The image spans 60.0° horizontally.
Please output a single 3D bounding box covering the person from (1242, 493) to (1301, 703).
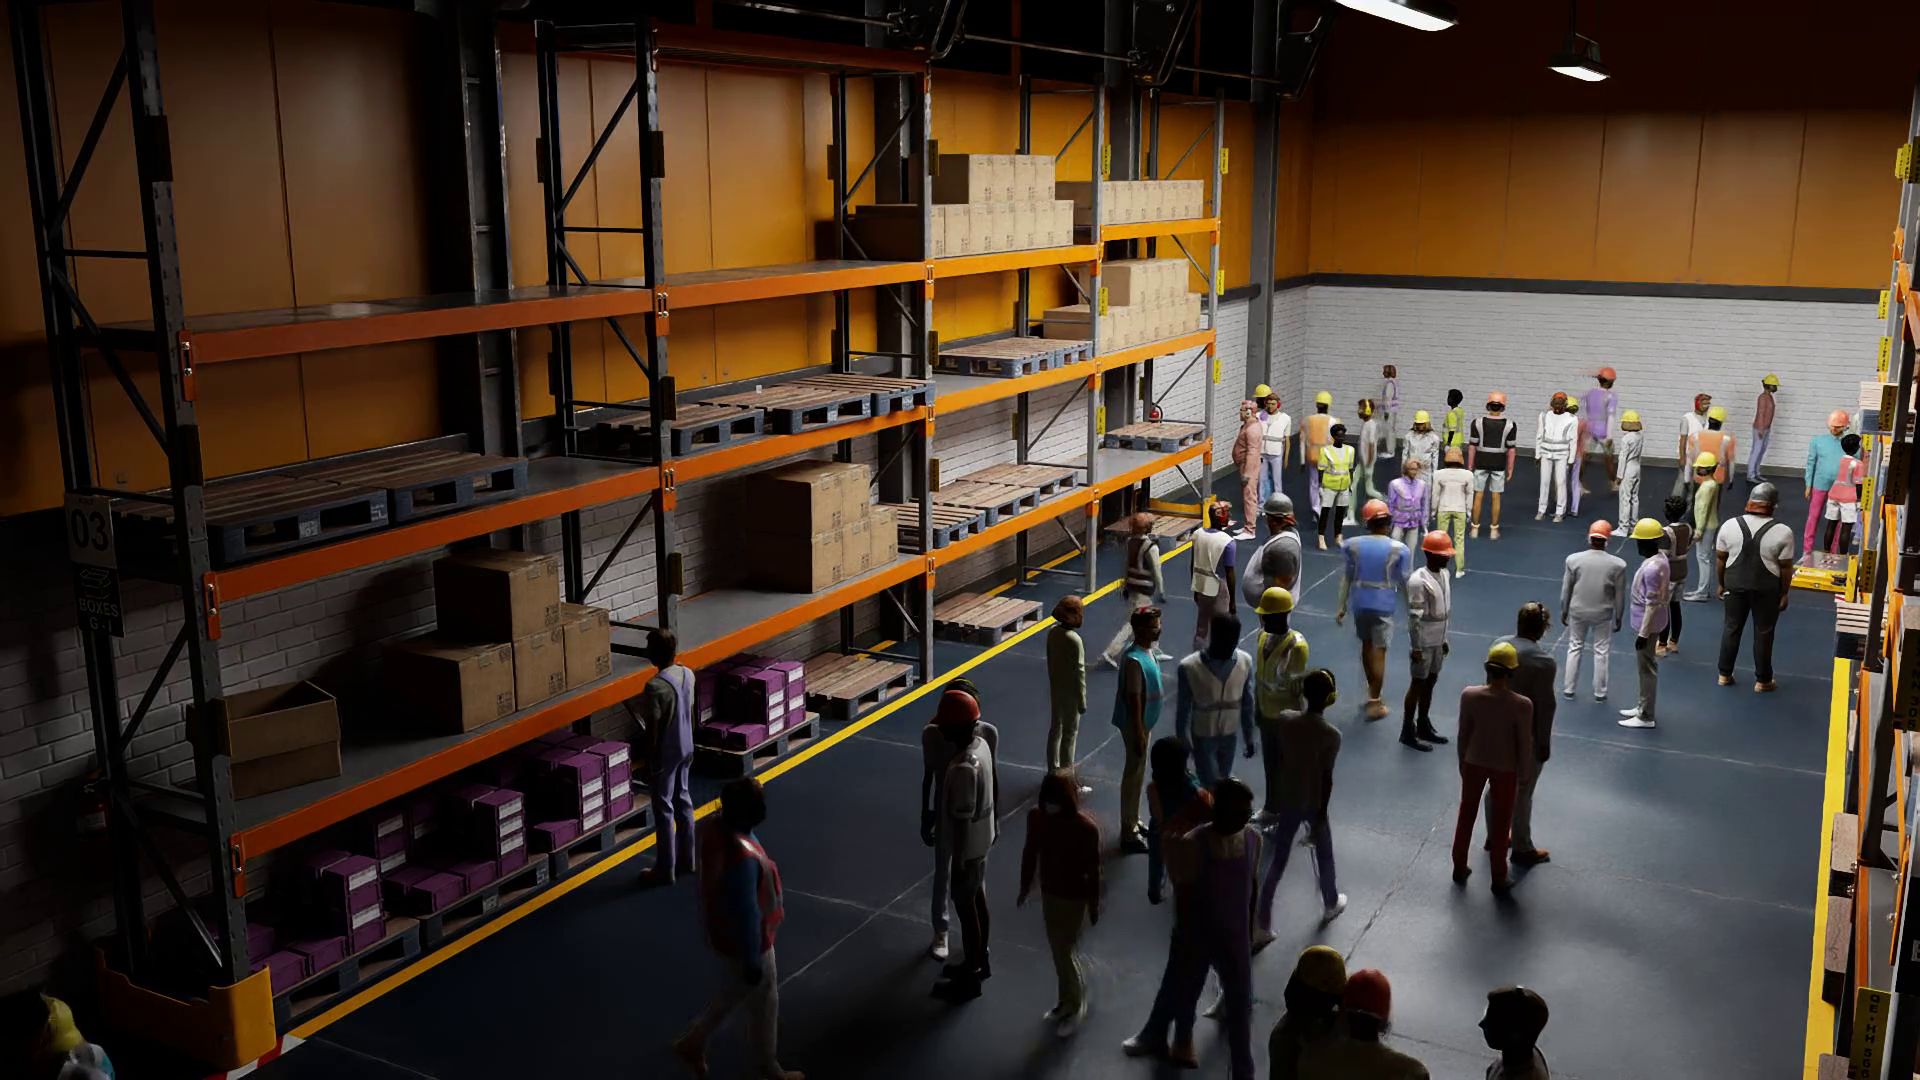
[{"bbox_3d":[2.920,0.553,15.631,0.538,2.000,0.684,2,13,11],"label":"person"}]

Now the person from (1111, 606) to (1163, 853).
[{"bbox_3d":[1.322,1.383,12.354,0.389,1.847,0.563,2,13,10],"label":"person"}]

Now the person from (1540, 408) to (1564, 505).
[{"bbox_3d":[8.975,-1.327,25.091,0.516,1.586,0.826,9,15,35],"label":"person"}]

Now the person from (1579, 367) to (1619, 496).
[{"bbox_3d":[9.946,-1.676,25.725,1.032,1.985,0.634,-6,14,-26],"label":"person"}]

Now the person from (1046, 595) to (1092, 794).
[{"bbox_3d":[0.873,1.241,13.470,0.279,1.633,0.498,-6,14,-25],"label":"person"}]

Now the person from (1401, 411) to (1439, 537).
[{"bbox_3d":[6.312,-0.913,22.868,0.493,1.743,0.295,4,13,19],"label":"person"}]

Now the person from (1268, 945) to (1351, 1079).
[{"bbox_3d":[1.537,2.572,7.292,0.484,1.737,0.339,-10,16,-39],"label":"person"}]

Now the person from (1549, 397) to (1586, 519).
[{"bbox_3d":[8.782,-1.188,24.050,0.530,1.765,0.326,-5,13,-19],"label":"person"}]

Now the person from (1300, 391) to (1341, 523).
[{"bbox_3d":[5.092,-1.155,23.559,0.612,1.913,0.543,7,15,30],"label":"person"}]

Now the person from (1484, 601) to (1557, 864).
[{"bbox_3d":[4.083,1.389,12.137,0.376,1.933,0.629,-5,14,-22],"label":"person"}]

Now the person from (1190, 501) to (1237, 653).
[{"bbox_3d":[2.458,0.529,16.178,0.372,1.843,0.570,-8,15,-33],"label":"person"}]

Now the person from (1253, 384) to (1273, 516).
[{"bbox_3d":[4.419,-1.305,24.215,0.384,1.924,0.589,4,13,17],"label":"person"}]

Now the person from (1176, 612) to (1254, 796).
[{"bbox_3d":[1.850,1.413,12.198,0.615,1.868,0.935,-4,13,-19],"label":"person"}]

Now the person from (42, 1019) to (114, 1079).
[{"bbox_3d":[-3.672,2.670,6.664,0.433,1.820,0.637,11,17,40],"label":"person"}]

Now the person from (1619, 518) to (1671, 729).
[{"bbox_3d":[6.183,0.751,15.016,0.386,1.920,0.590,6,14,26],"label":"person"}]

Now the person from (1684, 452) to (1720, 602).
[{"bbox_3d":[8.677,-0.153,19.432,0.340,1.761,0.525,7,15,30],"label":"person"}]

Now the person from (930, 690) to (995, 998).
[{"bbox_3d":[0.013,1.839,10.135,0.385,1.929,0.543,2,13,10],"label":"person"}]

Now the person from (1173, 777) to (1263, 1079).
[{"bbox_3d":[1.411,2.150,9.062,0.514,1.798,0.914,-3,13,-11],"label":"person"}]

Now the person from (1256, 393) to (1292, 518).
[{"bbox_3d":[4.490,-1.213,24.010,0.559,1.836,0.394,7,14,29],"label":"person"}]

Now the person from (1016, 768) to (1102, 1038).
[{"bbox_3d":[0.571,2.093,9.694,0.485,1.618,0.509,-12,17,-43],"label":"person"}]

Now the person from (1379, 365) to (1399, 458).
[{"bbox_3d":[7.520,-2.252,29.128,0.318,1.631,0.514,4,13,18],"label":"person"}]

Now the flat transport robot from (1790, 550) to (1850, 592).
[{"bbox_3d":[10.659,0.374,20.429,0.652,0.197,1.431,9,15,35],"label":"flat transport robot"}]

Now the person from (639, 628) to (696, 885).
[{"bbox_3d":[-2.063,1.520,11.777,0.353,1.835,0.518,6,14,26],"label":"person"}]

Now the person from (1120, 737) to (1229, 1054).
[{"bbox_3d":[1.344,1.997,9.638,0.968,1.849,0.613,-6,14,-25],"label":"person"}]

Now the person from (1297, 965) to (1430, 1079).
[{"bbox_3d":[1.641,2.656,6.914,0.580,1.728,0.661,6,14,25],"label":"person"}]

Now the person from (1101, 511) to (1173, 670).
[{"bbox_3d":[1.794,0.507,16.823,0.820,1.605,0.512,-5,13,-19],"label":"person"}]

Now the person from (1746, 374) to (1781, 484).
[{"bbox_3d":[12.956,-1.791,26.775,0.343,1.758,0.525,11,17,40],"label":"person"}]

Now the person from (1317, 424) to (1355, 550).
[{"bbox_3d":[4.977,-0.704,22.038,0.541,1.695,0.316,-4,13,-16],"label":"person"}]

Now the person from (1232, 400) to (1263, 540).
[{"bbox_3d":[3.911,-0.957,22.693,0.406,1.911,0.639,3,13,13],"label":"person"}]

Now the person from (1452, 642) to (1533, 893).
[{"bbox_3d":[3.743,1.579,11.688,0.524,1.759,0.358,11,16,40],"label":"person"}]

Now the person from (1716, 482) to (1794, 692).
[{"bbox_3d":[7.720,0.437,16.154,0.688,2.000,0.536,11,16,39],"label":"person"}]

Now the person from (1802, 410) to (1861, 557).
[{"bbox_3d":[11.147,-0.685,21.293,0.611,1.990,0.392,5,13,20],"label":"person"}]

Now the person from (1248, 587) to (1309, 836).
[{"bbox_3d":[2.401,1.288,12.633,0.392,1.919,0.581,-6,14,-24],"label":"person"}]

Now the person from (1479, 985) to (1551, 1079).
[{"bbox_3d":[2.198,2.647,6.699,0.344,1.847,0.506,2,13,11],"label":"person"}]

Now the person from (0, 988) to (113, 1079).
[{"bbox_3d":[-3.566,2.627,6.595,0.615,1.937,0.892,-1,13,-3],"label":"person"}]

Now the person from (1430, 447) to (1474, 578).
[{"bbox_3d":[6.072,-0.340,20.548,0.498,1.633,0.279,3,13,14],"label":"person"}]

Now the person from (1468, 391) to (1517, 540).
[{"bbox_3d":[7.235,-1.013,22.677,0.611,2.032,0.410,4,13,16],"label":"person"}]

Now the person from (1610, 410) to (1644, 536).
[{"bbox_3d":[9.195,-0.921,22.924,0.484,1.737,0.322,-10,16,-39],"label":"person"}]

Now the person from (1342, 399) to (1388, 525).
[{"bbox_3d":[5.795,-1.084,23.464,0.910,1.830,0.530,-1,13,-3],"label":"person"}]

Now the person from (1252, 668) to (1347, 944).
[{"bbox_3d":[2.252,1.726,10.907,0.503,1.819,1.005,10,16,37],"label":"person"}]

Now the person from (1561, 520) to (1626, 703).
[{"bbox_3d":[6.002,0.669,15.790,0.577,1.743,0.356,6,14,26],"label":"person"}]

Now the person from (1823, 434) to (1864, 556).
[{"bbox_3d":[11.267,-0.513,21.183,0.318,1.697,0.535,-4,13,-18],"label":"person"}]

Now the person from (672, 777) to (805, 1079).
[{"bbox_3d":[-1.209,2.145,8.994,0.612,1.823,0.644,-5,14,-22],"label":"person"}]

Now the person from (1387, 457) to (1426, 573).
[{"bbox_3d":[5.303,-0.180,19.828,0.519,1.637,0.313,-4,13,-17],"label":"person"}]

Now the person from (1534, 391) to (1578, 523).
[{"bbox_3d":[8.523,-1.192,23.820,0.575,1.880,0.359,9,16,36],"label":"person"}]

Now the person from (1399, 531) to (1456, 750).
[{"bbox_3d":[4.089,0.868,14.499,0.424,1.934,0.558,12,17,42],"label":"person"}]

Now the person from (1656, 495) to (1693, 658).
[{"bbox_3d":[7.335,0.373,17.214,0.540,1.696,0.315,-9,16,-36],"label":"person"}]

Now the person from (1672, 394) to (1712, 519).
[{"bbox_3d":[10.594,-1.217,24.049,0.576,1.832,0.408,-6,14,-25],"label":"person"}]

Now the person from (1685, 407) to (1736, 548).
[{"bbox_3d":[10.019,-0.829,22.242,0.593,1.888,0.805,8,15,33],"label":"person"}]

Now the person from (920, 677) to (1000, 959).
[{"bbox_3d":[0.000,1.767,10.611,0.515,1.861,0.323,0,13,-2],"label":"person"}]

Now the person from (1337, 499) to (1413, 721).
[{"bbox_3d":[3.901,0.615,15.417,0.707,2.003,0.871,8,15,31],"label":"person"}]

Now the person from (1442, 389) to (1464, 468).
[{"bbox_3d":[7.530,-1.466,25.450,0.317,1.696,0.538,7,14,27],"label":"person"}]
